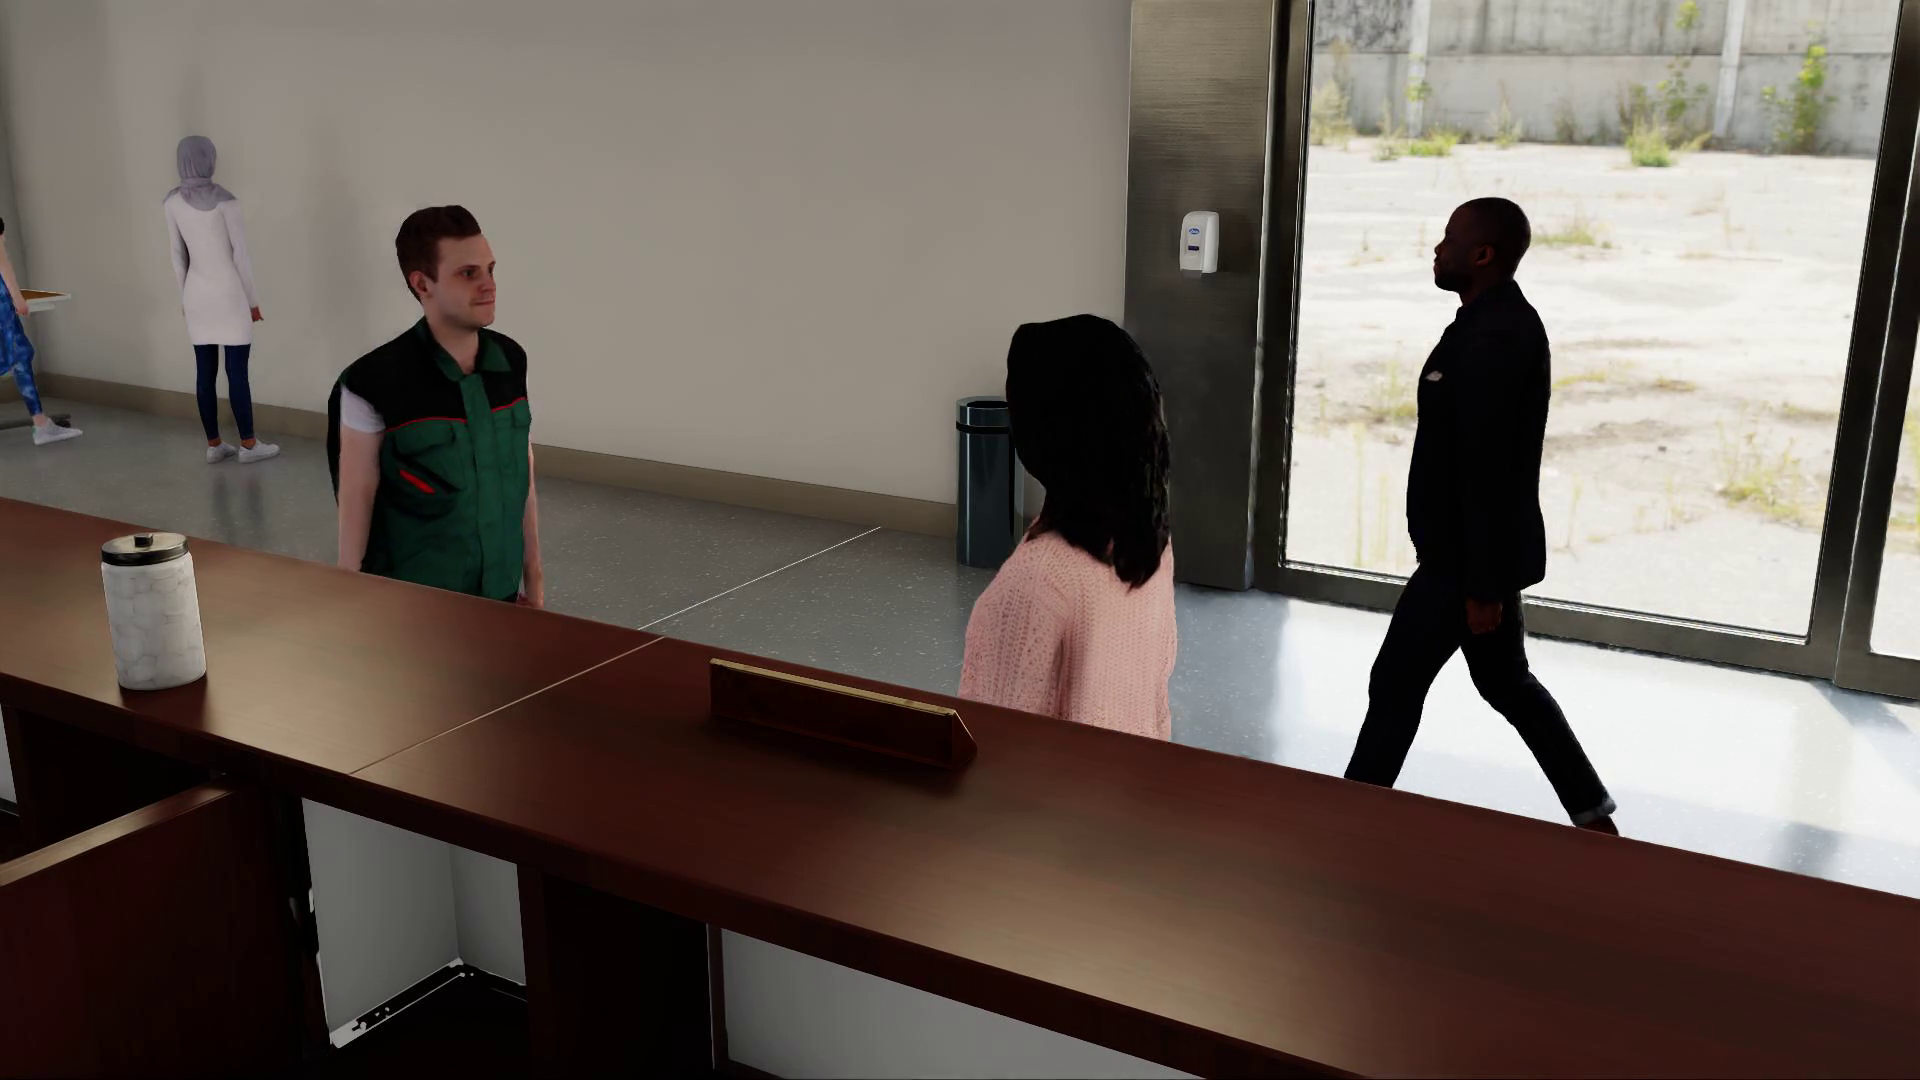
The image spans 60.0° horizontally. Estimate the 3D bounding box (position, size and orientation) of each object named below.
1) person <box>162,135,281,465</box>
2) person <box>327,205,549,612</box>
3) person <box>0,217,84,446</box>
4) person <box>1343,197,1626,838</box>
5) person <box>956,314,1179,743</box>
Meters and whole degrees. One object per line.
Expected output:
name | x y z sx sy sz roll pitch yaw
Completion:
person | -4.076 -1.306 9.111 0.676 1.775 0.643 3 16 10
person | -1.263 0.152 3.907 0.725 1.792 1.070 9 18 30
person | -5.401 -1.315 9.166 0.718 1.761 1.146 12 20 37
person | 1.386 0.073 4.212 0.871 1.777 1.156 7 17 23
person | 0.232 0.552 2.583 0.763 1.741 1.042 11 19 34
